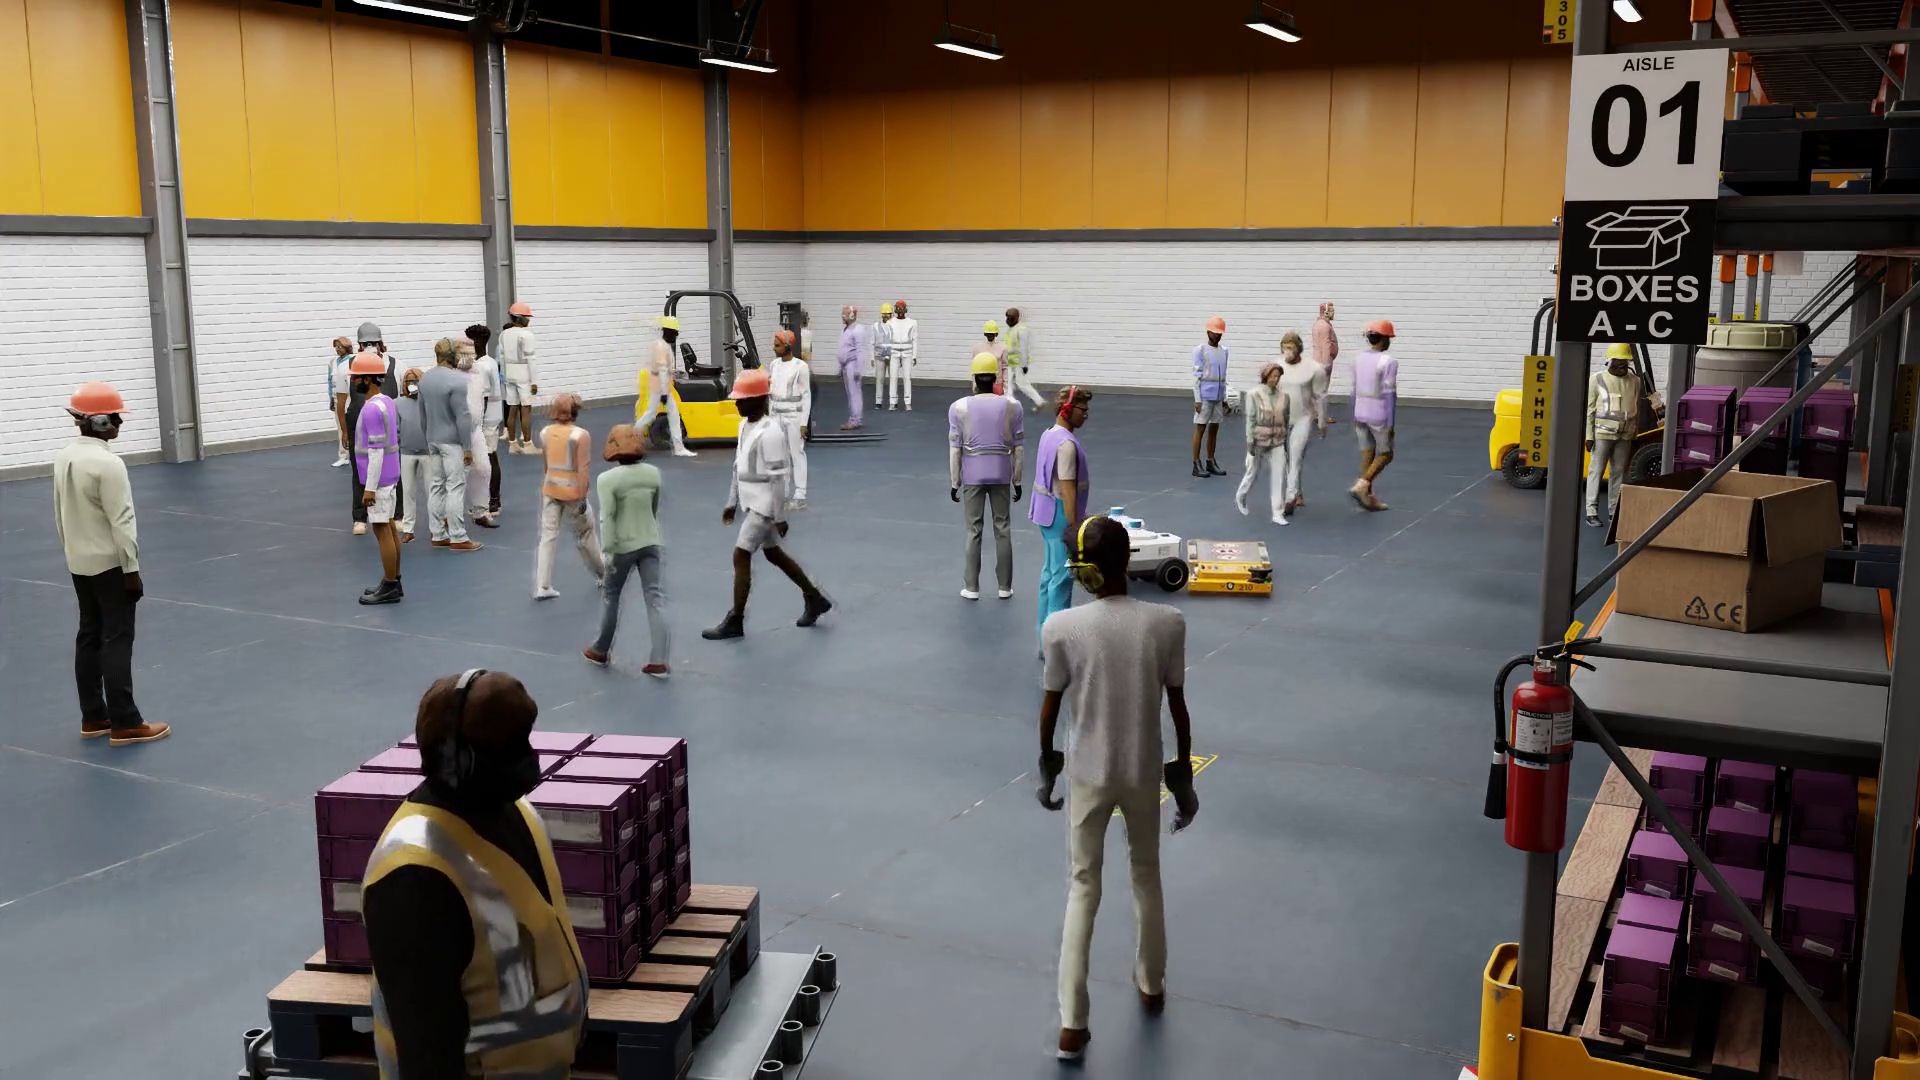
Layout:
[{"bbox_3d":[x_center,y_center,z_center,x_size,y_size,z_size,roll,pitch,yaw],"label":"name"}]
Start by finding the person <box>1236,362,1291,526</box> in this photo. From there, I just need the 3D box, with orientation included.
[{"bbox_3d":[3.040,-0.984,16.655,0.513,1.612,0.746,-3,10,-16],"label":"person"}]

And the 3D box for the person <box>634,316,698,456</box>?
[{"bbox_3d":[-3.997,-2.021,21.941,0.972,1.869,0.604,0,10,1],"label":"person"}]

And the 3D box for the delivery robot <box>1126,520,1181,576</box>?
[{"bbox_3d":[1.396,0.080,13.293,0.707,0.478,0.477,-3,10,-18],"label":"delivery robot"}]

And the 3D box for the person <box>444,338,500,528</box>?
[{"bbox_3d":[-4.806,-1.018,16.130,0.739,1.872,0.656,8,12,38],"label":"person"}]

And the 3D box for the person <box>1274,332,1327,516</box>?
[{"bbox_3d":[3.482,-1.225,17.335,0.652,1.882,1.076,5,11,25],"label":"person"}]

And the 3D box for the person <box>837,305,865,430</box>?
[{"bbox_3d":[-1.674,-2.631,25.361,0.402,1.906,0.648,-4,10,-20],"label":"person"}]

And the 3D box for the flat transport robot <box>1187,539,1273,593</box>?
[{"bbox_3d":[2.205,0.198,13.701,0.652,0.197,1.431,1,10,7],"label":"flat transport robot"}]

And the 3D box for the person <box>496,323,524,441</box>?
[{"bbox_3d":[-6.400,-2.260,23.820,0.531,1.692,0.320,2,10,9],"label":"person"}]

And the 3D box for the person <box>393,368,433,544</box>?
[{"bbox_3d":[-5.011,-0.777,15.404,0.498,1.634,0.283,-1,10,-6],"label":"person"}]

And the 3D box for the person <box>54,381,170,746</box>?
[{"bbox_3d":[-4.681,0.127,9.130,0.624,1.990,0.396,7,12,34],"label":"person"}]

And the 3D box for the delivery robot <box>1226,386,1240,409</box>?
[{"bbox_3d":[4.356,-2.385,27.565,0.477,0.478,0.707,-3,10,-17],"label":"delivery robot"}]

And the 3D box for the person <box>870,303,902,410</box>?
[{"bbox_3d":[-1.251,-3.135,28.483,0.590,1.833,0.404,0,10,2],"label":"person"}]

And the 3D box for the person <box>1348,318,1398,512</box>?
[{"bbox_3d":[4.240,-1.271,17.151,0.581,2.025,0.605,-6,12,-33],"label":"person"}]

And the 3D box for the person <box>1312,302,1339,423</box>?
[{"bbox_3d":[5.800,-2.817,26.422,0.407,1.910,0.639,0,10,-1],"label":"person"}]

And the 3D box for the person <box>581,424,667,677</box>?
[{"bbox_3d":[-2.153,0.058,10.668,0.497,1.595,0.796,-9,13,-42],"label":"person"}]

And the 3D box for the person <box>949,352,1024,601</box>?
[{"bbox_3d":[0.202,-0.487,12.874,0.587,1.929,0.361,-1,10,-6],"label":"person"}]

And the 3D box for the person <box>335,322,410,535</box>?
[{"bbox_3d":[-5.595,-1.070,15.928,0.685,2.000,0.538,-4,11,-21],"label":"person"}]

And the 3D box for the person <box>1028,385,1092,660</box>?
[{"bbox_3d":[0.650,-0.083,10.801,0.394,1.837,0.563,-2,10,-9],"label":"person"}]

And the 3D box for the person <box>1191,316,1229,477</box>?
[{"bbox_3d":[3.032,-1.720,20.005,0.542,1.931,0.375,-7,12,-35],"label":"person"}]

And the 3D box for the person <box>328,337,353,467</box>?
[{"bbox_3d":[-7.690,-1.727,20.885,0.516,1.640,0.314,3,10,17],"label":"person"}]

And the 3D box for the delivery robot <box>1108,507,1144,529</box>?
[{"bbox_3d":[1.311,-0.032,13.941,0.477,0.478,0.707,3,10,19],"label":"delivery robot"}]

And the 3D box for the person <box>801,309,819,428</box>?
[{"bbox_3d":[-2.378,-2.614,25.472,0.476,1.829,0.532,-9,13,-42],"label":"person"}]

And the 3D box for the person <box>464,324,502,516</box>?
[{"bbox_3d":[-4.892,-1.231,17.070,0.365,1.965,0.608,-1,10,-6],"label":"person"}]

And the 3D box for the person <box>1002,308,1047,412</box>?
[{"bbox_3d":[1.011,-2.932,27.414,0.797,1.807,0.656,-6,11,-30],"label":"person"}]

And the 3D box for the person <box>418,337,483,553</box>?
[{"bbox_3d":[-4.601,-0.852,14.960,0.635,1.936,0.353,8,12,37],"label":"person"}]

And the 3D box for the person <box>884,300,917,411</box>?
[{"bbox_3d":[-1.012,-3.142,28.380,0.576,1.882,0.355,-1,10,-3],"label":"person"}]

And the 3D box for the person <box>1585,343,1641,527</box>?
[{"bbox_3d":[6.426,-1.041,16.370,0.591,1.830,0.403,-2,10,-12],"label":"person"}]

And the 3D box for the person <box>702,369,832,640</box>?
[{"bbox_3d":[-1.340,-0.264,11.718,0.974,1.893,0.546,-4,11,-23],"label":"person"}]

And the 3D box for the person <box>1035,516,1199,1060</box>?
[{"bbox_3d":[0.549,0.816,5.692,0.568,1.832,0.644,-1,10,-3],"label":"person"}]

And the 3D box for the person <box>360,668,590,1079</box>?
[{"bbox_3d":[-1.003,1.170,3.540,0.429,1.840,0.633,0,10,1],"label":"person"}]

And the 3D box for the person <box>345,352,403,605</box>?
[{"bbox_3d":[-4.486,-0.473,12.766,0.357,1.938,0.542,-2,10,-9],"label":"person"}]

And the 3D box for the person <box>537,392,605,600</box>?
[{"bbox_3d":[-3.046,-0.352,13.052,0.519,1.594,0.851,5,11,27],"label":"person"}]

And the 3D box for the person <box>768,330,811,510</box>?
[{"bbox_3d":[-1.806,-1.258,17.468,0.574,1.884,0.360,9,13,43],"label":"person"}]

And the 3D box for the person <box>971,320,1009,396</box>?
[{"bbox_3d":[0.422,-2.168,23.105,0.524,1.760,0.326,-1,10,-4],"label":"person"}]

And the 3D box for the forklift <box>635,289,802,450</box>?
[{"bbox_3d":[-3.358,-2.392,23.136,2.313,2.155,1.214,-1,10,-5],"label":"forklift"}]

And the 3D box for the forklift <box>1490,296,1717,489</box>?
[{"bbox_3d":[7.296,-1.677,18.993,2.313,2.155,1.214,5,11,27],"label":"forklift"}]

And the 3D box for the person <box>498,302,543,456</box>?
[{"bbox_3d":[-5.837,-2.138,22.110,0.609,2.040,0.395,6,12,32],"label":"person"}]
